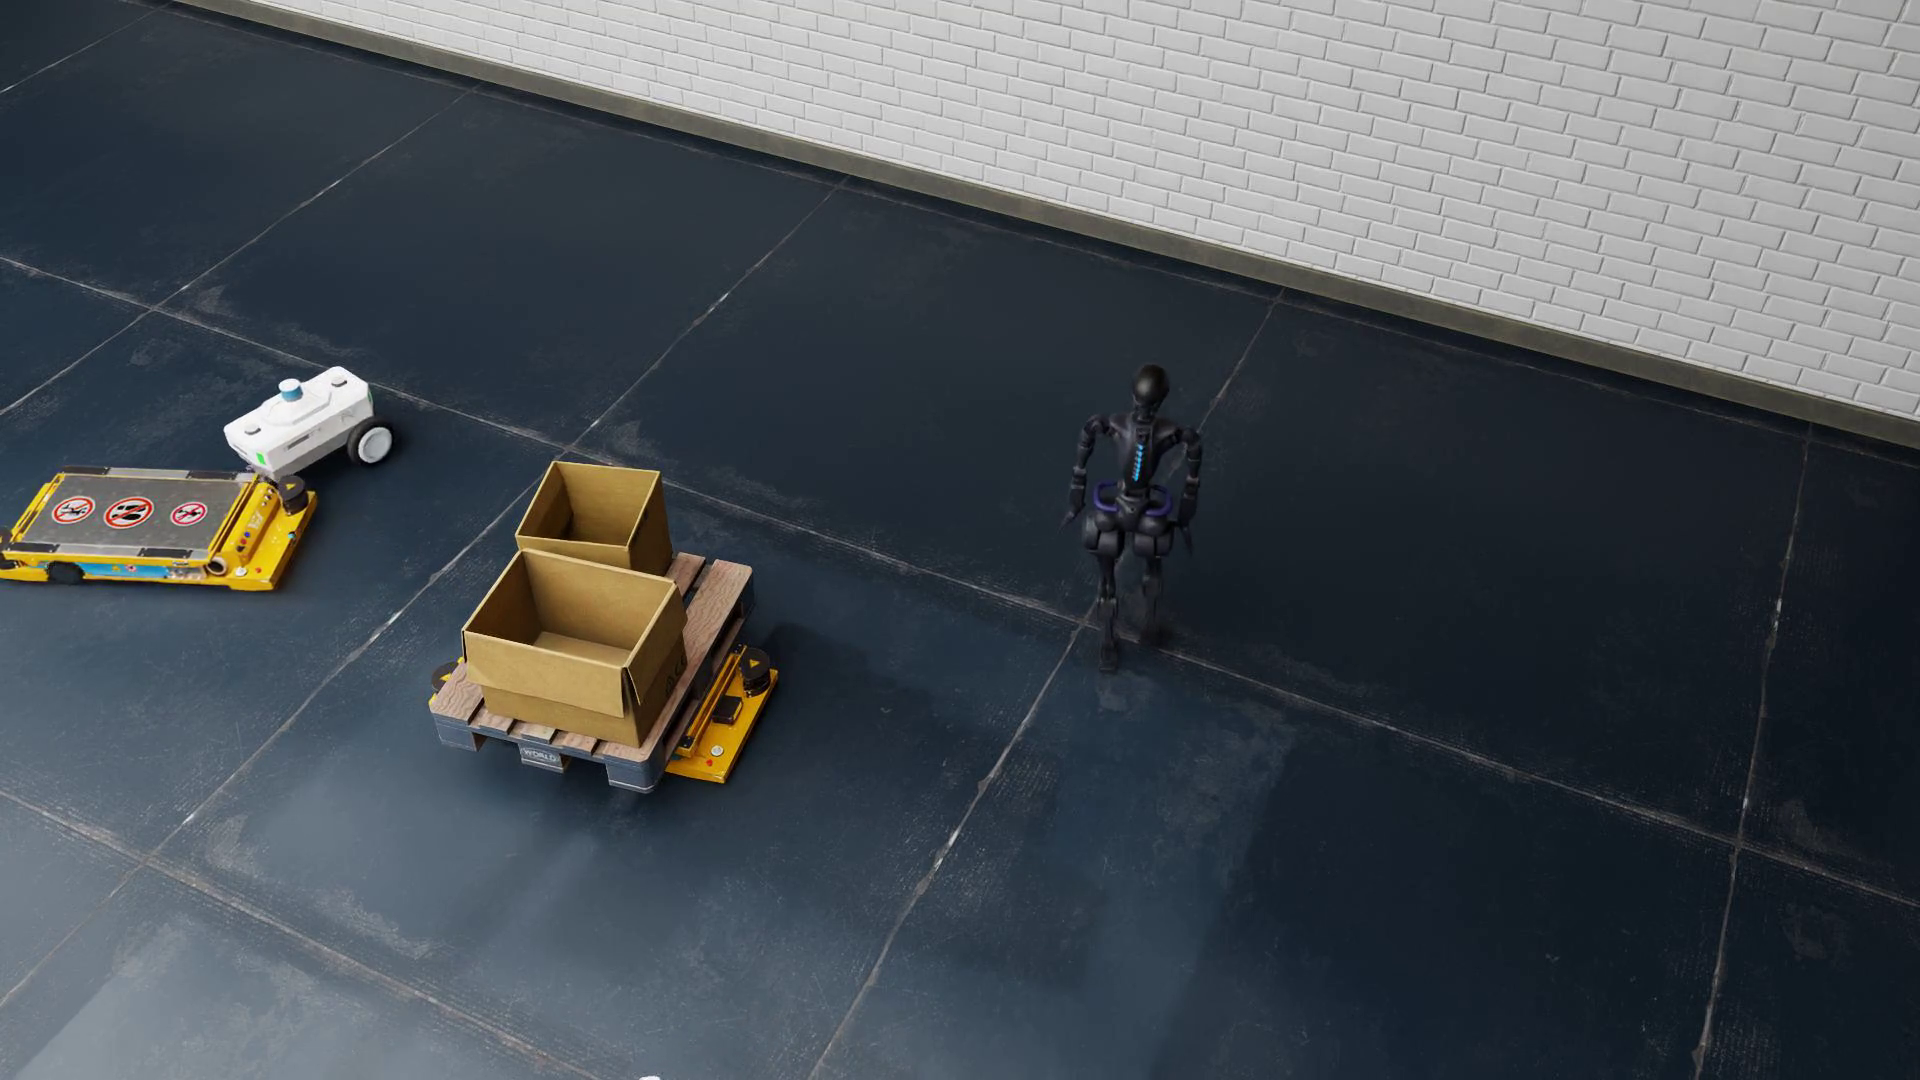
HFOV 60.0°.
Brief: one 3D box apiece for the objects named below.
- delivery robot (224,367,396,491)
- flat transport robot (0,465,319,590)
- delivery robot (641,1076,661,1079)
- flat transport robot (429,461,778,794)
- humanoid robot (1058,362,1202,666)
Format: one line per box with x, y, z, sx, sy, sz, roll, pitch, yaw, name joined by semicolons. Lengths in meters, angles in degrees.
-3.388;-0.582;8.670;0.525;0.591;0.763;30;50;28;delivery robot
-4.038;-0.060;8.320;1.431;0.231;0.659;2;43;3;flat transport robot
-1.213;2.233;5.648;0.499;0.612;0.805;31;51;29;delivery robot
-1.615;0.662;7.541;1.431;0.231;0.659;11;44;12;flat transport robot
0.739;-0.102;7.330;0.609;1.653;0.330;4;43;4;humanoid robot
